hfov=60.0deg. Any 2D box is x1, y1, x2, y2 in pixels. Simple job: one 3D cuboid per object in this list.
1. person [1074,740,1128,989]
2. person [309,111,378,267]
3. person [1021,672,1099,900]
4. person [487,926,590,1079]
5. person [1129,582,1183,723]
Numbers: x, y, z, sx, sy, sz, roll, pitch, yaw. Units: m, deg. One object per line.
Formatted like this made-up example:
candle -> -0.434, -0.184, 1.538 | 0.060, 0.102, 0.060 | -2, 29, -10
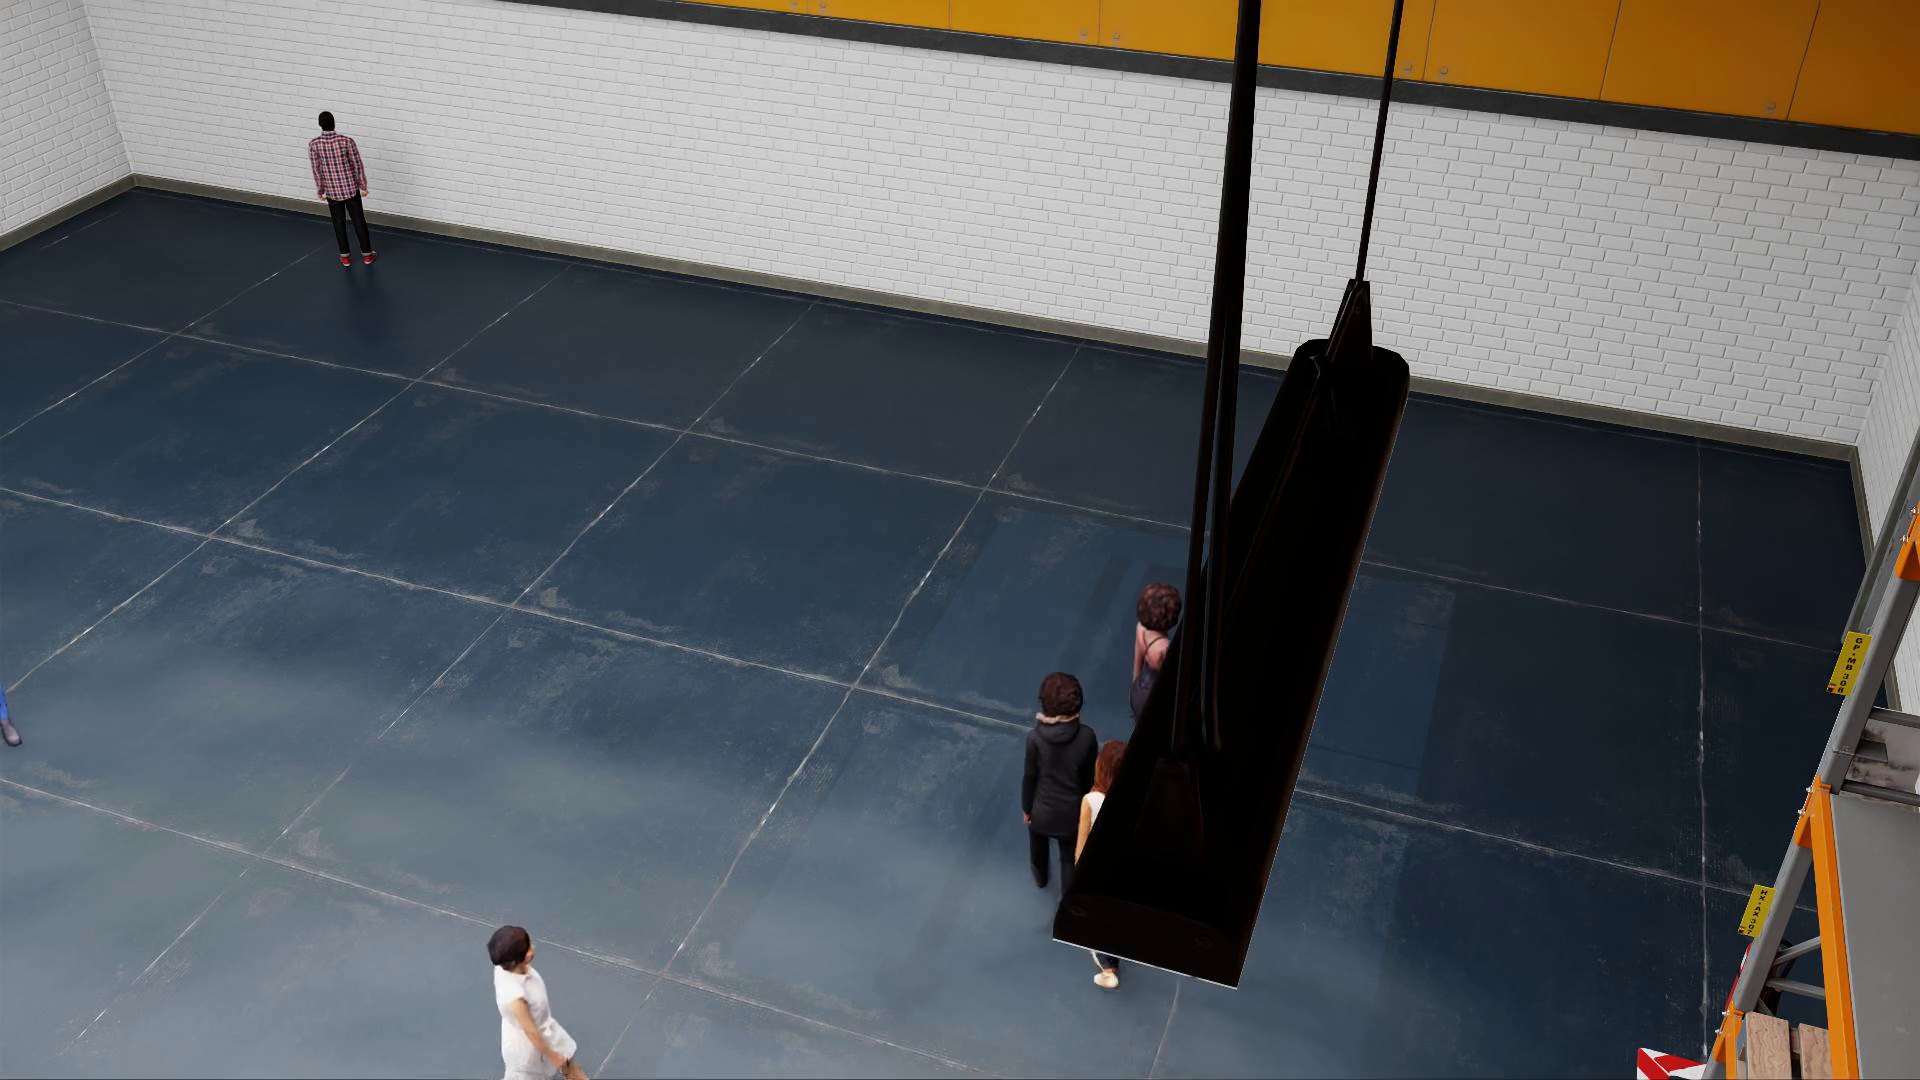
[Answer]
person -> 0.898, 1.965, 9.621 | 0.786, 1.772, 0.841 | -10, 35, -15
person -> -6.870, -3.909, 18.466 | 0.790, 1.761, 0.803 | -9, 35, -13
person -> 0.608, 1.664, 10.110 | 0.852, 1.731, 1.047 | -1, 34, -1
person -> -2.345, 2.677, 8.781 | 0.973, 1.514, 0.989 | -10, 35, -15
person -> 1.194, 1.102, 10.932 | 1.072, 1.757, 1.030 | -13, 36, -19
